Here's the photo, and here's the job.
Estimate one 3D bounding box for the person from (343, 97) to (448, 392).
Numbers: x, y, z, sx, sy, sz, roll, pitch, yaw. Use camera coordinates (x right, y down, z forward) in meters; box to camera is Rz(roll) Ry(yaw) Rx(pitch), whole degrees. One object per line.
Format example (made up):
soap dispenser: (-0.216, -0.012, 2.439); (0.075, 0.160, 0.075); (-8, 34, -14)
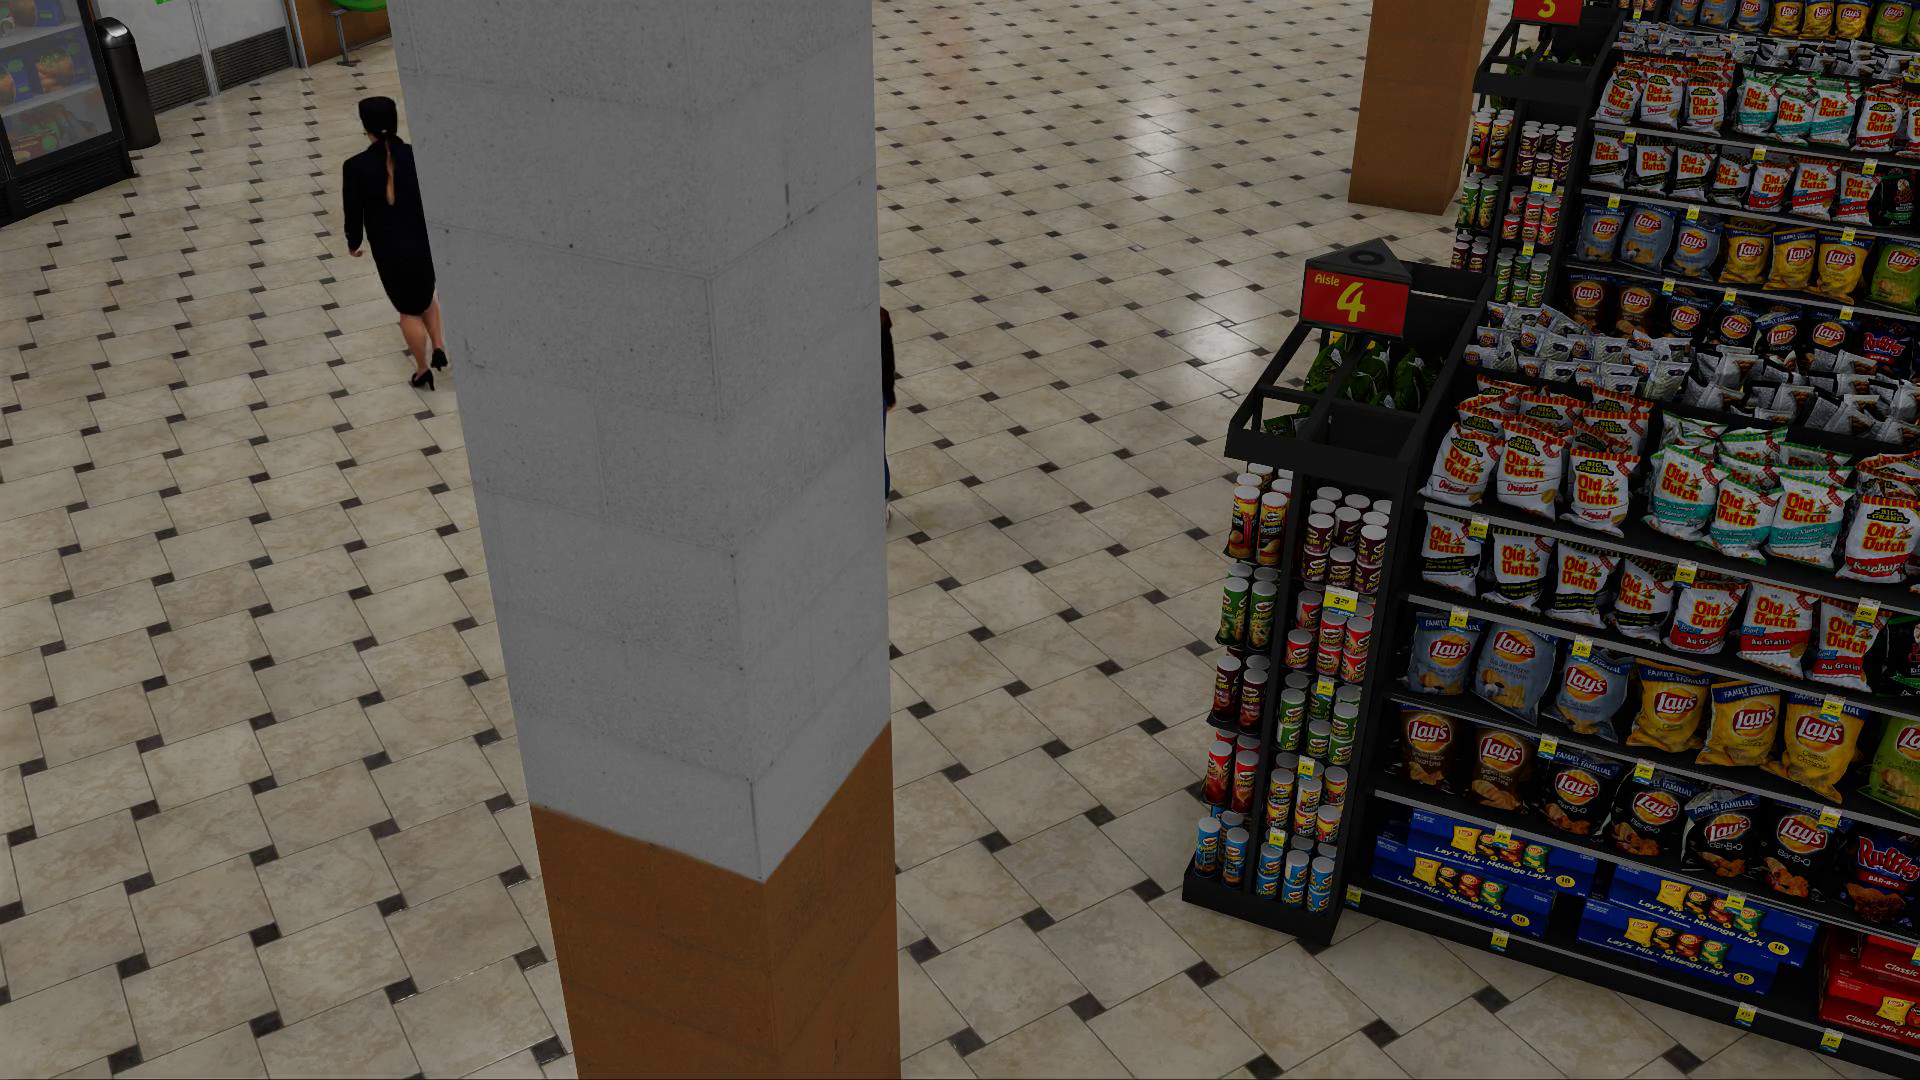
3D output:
person: (-3.090, -1.596, 9.287); (0.823, 1.661, 0.830); (-23, 39, -32)
